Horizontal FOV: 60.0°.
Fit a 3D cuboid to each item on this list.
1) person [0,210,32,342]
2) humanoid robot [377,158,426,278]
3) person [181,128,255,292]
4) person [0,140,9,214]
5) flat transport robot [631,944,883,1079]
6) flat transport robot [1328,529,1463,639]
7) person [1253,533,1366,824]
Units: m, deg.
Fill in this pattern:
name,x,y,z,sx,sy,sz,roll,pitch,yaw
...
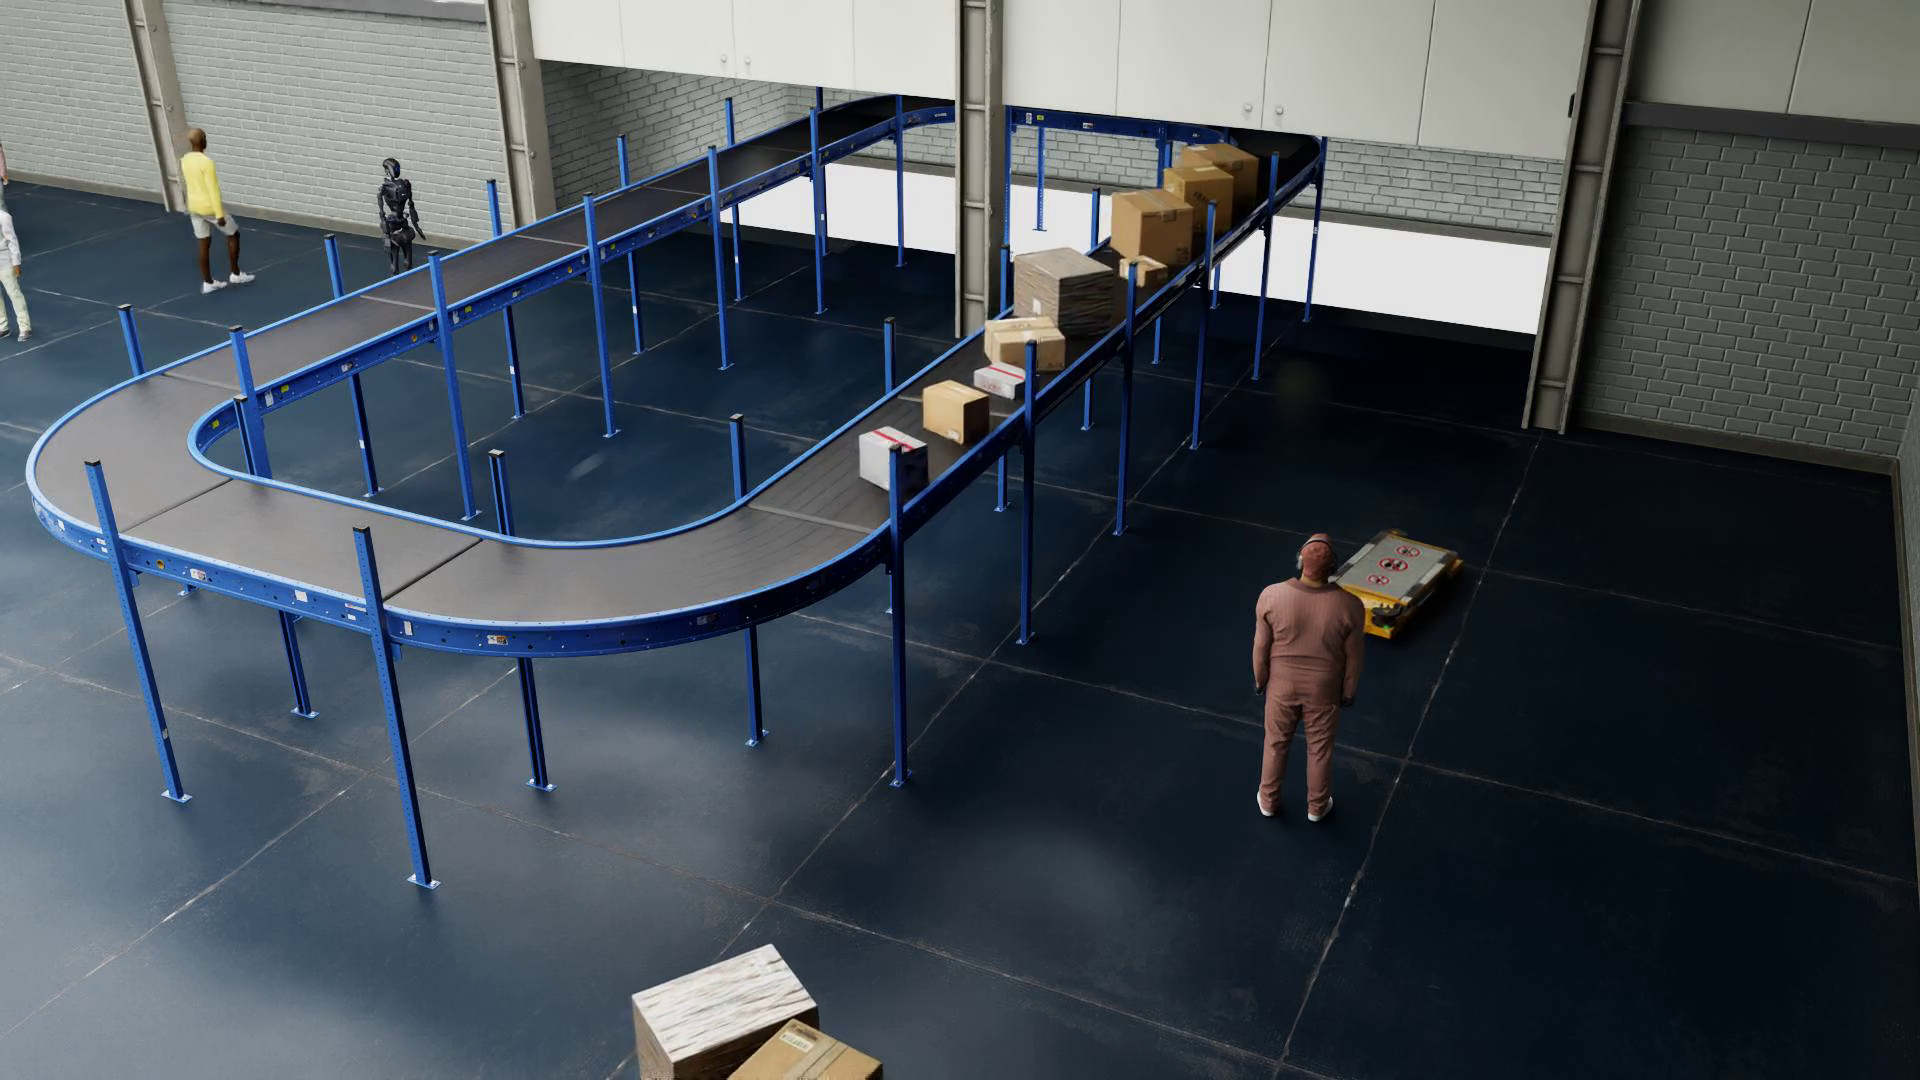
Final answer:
name,x,y,z,sx,sy,sz,roll,pitch,yaw
person,-10.344,-2.981,17.810,0.563,1.752,0.336,2,26,4
humanoid robot,-6.400,-3.539,19.008,0.315,1.656,0.599,12,29,23
person,-8.745,-3.883,19.487,0.577,1.874,0.767,13,29,24
person,-12.264,-4.582,20.834,0.630,1.940,0.372,-13,29,-24
flat transport robot,-0.870,2.909,7.615,1.431,0.231,0.659,-21,34,-36
flat transport robot,3.306,0.321,12.829,0.659,0.231,1.431,18,32,32
person,2.066,0.837,9.950,0.642,1.907,0.412,7,27,13
